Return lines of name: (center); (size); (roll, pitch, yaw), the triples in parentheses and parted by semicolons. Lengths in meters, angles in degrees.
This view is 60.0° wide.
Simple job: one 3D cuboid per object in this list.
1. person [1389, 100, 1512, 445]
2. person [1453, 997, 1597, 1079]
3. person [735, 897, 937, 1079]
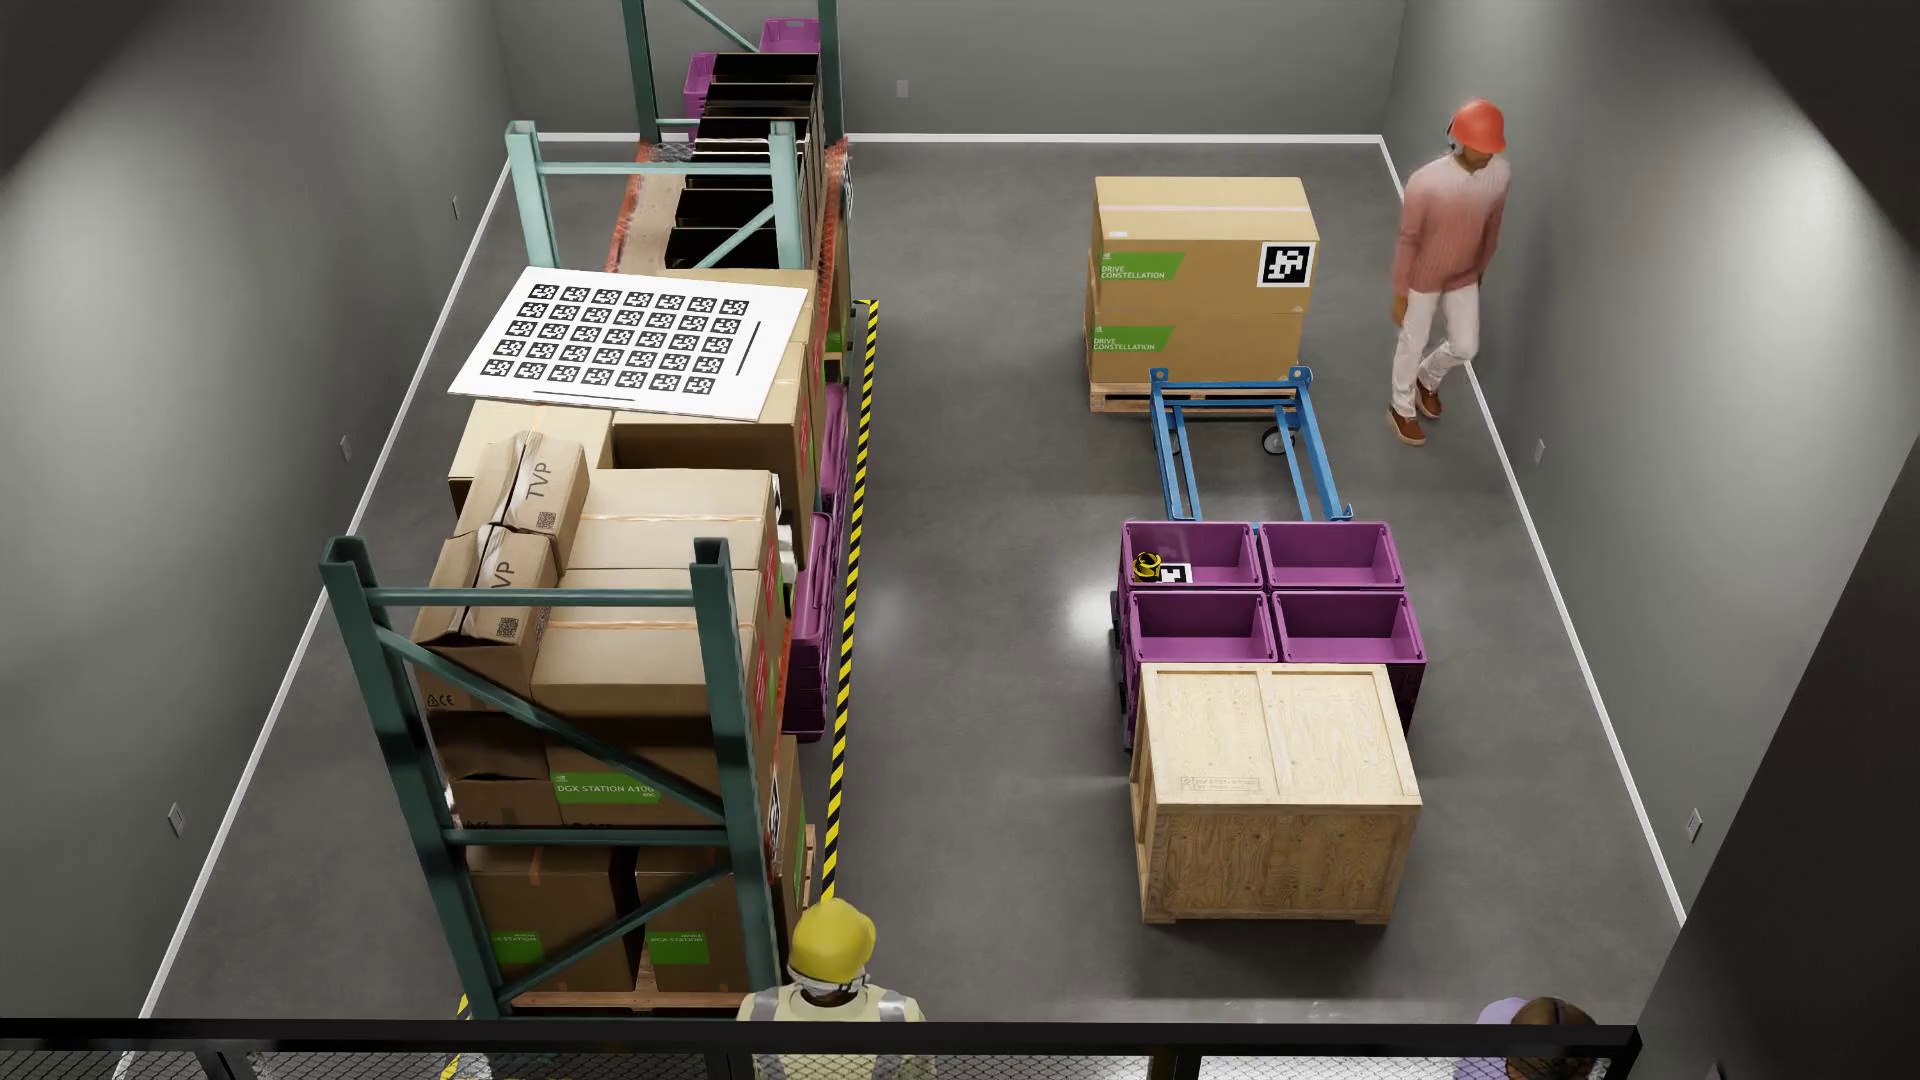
person: (2.503, -1.364, 8.635); (0.625, 1.978, 0.430); (-9, 42, -10)
person: (1.532, 1.943, 4.898); (0.362, 1.938, 0.635); (10, 42, 12)
person: (-0.372, 1.746, 5.206); (0.603, 1.825, 0.404); (0, 41, 0)
